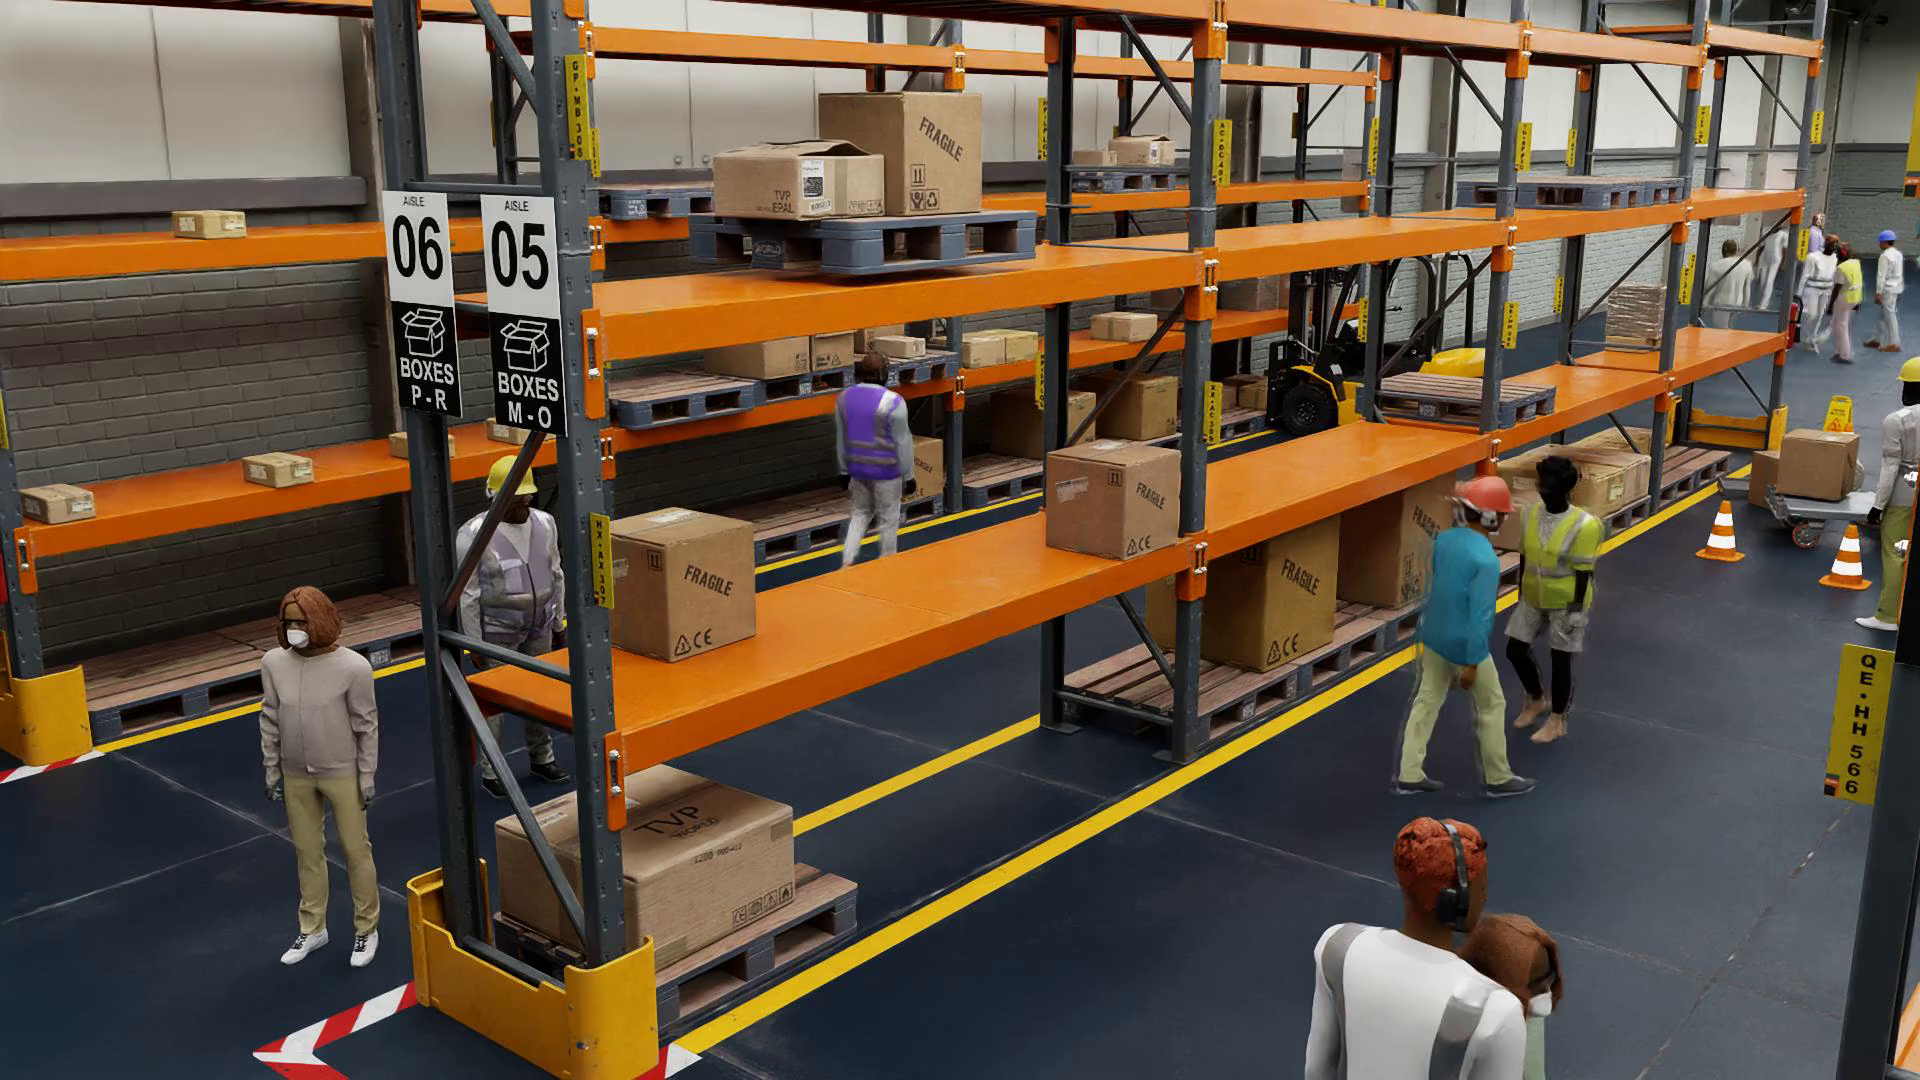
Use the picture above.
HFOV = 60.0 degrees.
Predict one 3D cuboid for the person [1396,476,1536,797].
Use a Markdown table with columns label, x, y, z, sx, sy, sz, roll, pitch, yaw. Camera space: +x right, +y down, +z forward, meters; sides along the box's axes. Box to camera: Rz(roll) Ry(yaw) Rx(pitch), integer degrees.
| label | x | y | z | sx | sy | sz | roll | pitch | yaw |
| --- | --- | --- | --- | --- | --- | --- | --- | --- | --- |
| person | 2.685 | 0.513 | 8.647 | 0.796 | 1.716 | 0.586 | -4 | 14 | -16 |

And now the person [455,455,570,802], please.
| label | x | y | z | sx | sy | sz | roll | pitch | yaw |
| --- | --- | --- | --- | --- | --- | --- | --- | --- | --- |
| person | -2.319 | 0.451 | 8.694 | 0.404 | 1.824 | 0.591 | 13 | 19 | 42 |

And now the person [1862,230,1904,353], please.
| label | x | y | z | sx | sy | sz | roll | pitch | yaw |
| --- | --- | --- | --- | --- | --- | --- | --- | --- | --- |
| person | 14.791 | -3.951 | 26.467 | 0.648 | 1.910 | 0.757 | -11 | 17 | -37 |

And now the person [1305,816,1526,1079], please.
| label | x | y | z | sx | sy | sz | roll | pitch | yaw |
| --- | --- | --- | --- | --- | --- | --- | --- | --- | --- |
| person | 1.091 | 1.566 | 4.017 | 0.360 | 1.884 | 0.574 | -11 | 18 | -38 |

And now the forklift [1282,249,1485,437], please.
| label | x | y | z | sx | sy | sz | roll | pitch | yaw |
| --- | --- | --- | --- | --- | --- | --- | --- | --- | --- |
| forklift | 4.886 | -2.214 | 18.767 | 2.313 | 2.155 | 1.214 | 11 | 18 | 38 |

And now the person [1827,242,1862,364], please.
| label | x | y | z | sx | sy | sz | roll | pitch | yaw |
| --- | --- | --- | --- | --- | --- | --- | --- | --- | --- |
| person | 13.262 | -3.563 | 25.027 | 0.602 | 1.814 | 0.543 | -11 | 17 | -37 |

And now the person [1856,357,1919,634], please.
| label | x | y | z | sx | sy | sz | roll | pitch | yaw |
| --- | --- | --- | --- | --- | --- | --- | --- | --- | --- |
| person | 6.575 | -0.311 | 11.570 | 0.594 | 1.924 | 0.383 | -5 | 15 | -18 |

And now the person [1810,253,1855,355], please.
| label | x | y | z | sx | sy | sz | roll | pitch | yaw |
| --- | --- | --- | --- | --- | --- | --- | --- | --- | --- |
| person | 13.659 | -3.667 | 25.877 | 0.693 | 1.616 | 0.529 | 2 | 14 | 8 |

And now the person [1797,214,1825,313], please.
| label | x | y | z | sx | sy | sz | roll | pitch | yaw |
| --- | --- | --- | --- | --- | --- | --- | --- | --- | --- |
| person | 16.434 | -5.328 | 32.061 | 0.399 | 1.899 | 0.644 | 5 | 15 | 19 |

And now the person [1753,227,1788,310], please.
| label | x | y | z | sx | sy | sz | roll | pitch | yaw |
| --- | --- | --- | --- | --- | --- | --- | --- | --- | --- |
| person | 15.787 | -5.381 | 32.424 | 0.421 | 1.813 | 0.555 | -10 | 17 | -34 |

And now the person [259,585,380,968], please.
| label | x | y | z | sx | sy | sz | roll | pitch | yaw |
| --- | --- | --- | --- | --- | --- | --- | --- | --- | --- |
| person | -2.652 | 0.982 | 6.911 | 0.500 | 1.633 | 0.284 | 2 | 14 | 6 |

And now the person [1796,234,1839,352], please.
| label | x | y | z | sx | sy | sz | roll | pitch | yaw |
| --- | --- | --- | --- | --- | --- | --- | --- | --- | --- |
| person | 13.549 | -3.870 | 26.180 | 0.622 | 1.863 | 0.549 | 0 | 14 | -1 |

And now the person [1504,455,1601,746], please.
| label | x | y | z | sx | sy | sz | roll | pitch | yaw |
| --- | --- | --- | --- | --- | --- | --- | --- | --- | --- |
| person | 3.339 | 0.344 | 9.396 | 0.358 | 1.678 | 0.543 | -10 | 17 | -35 |

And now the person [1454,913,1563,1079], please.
| label | x | y | z | sx | sy | sz | roll | pitch | yaw |
| --- | --- | --- | --- | --- | --- | --- | --- | --- | --- |
| person | 1.279 | 1.673 | 4.100 | 0.270 | 1.632 | 0.504 | 13 | 19 | 42 |

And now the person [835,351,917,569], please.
| label | x | y | z | sx | sy | sz | roll | pitch | yaw |
| --- | --- | --- | --- | --- | --- | --- | --- | --- | --- |
| person | -0.617 | -0.520 | 12.622 | 0.636 | 1.838 | 0.479 | 9 | 17 | 33 |

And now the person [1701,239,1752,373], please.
| label | x | y | z | sx | sy | sz | roll | pitch | yaw |
| --- | --- | --- | --- | --- | --- | --- | --- | --- | --- |
| person | 11.127 | -3.424 | 24.272 | 0.655 | 1.908 | 0.747 | -2 | 14 | -9 |
